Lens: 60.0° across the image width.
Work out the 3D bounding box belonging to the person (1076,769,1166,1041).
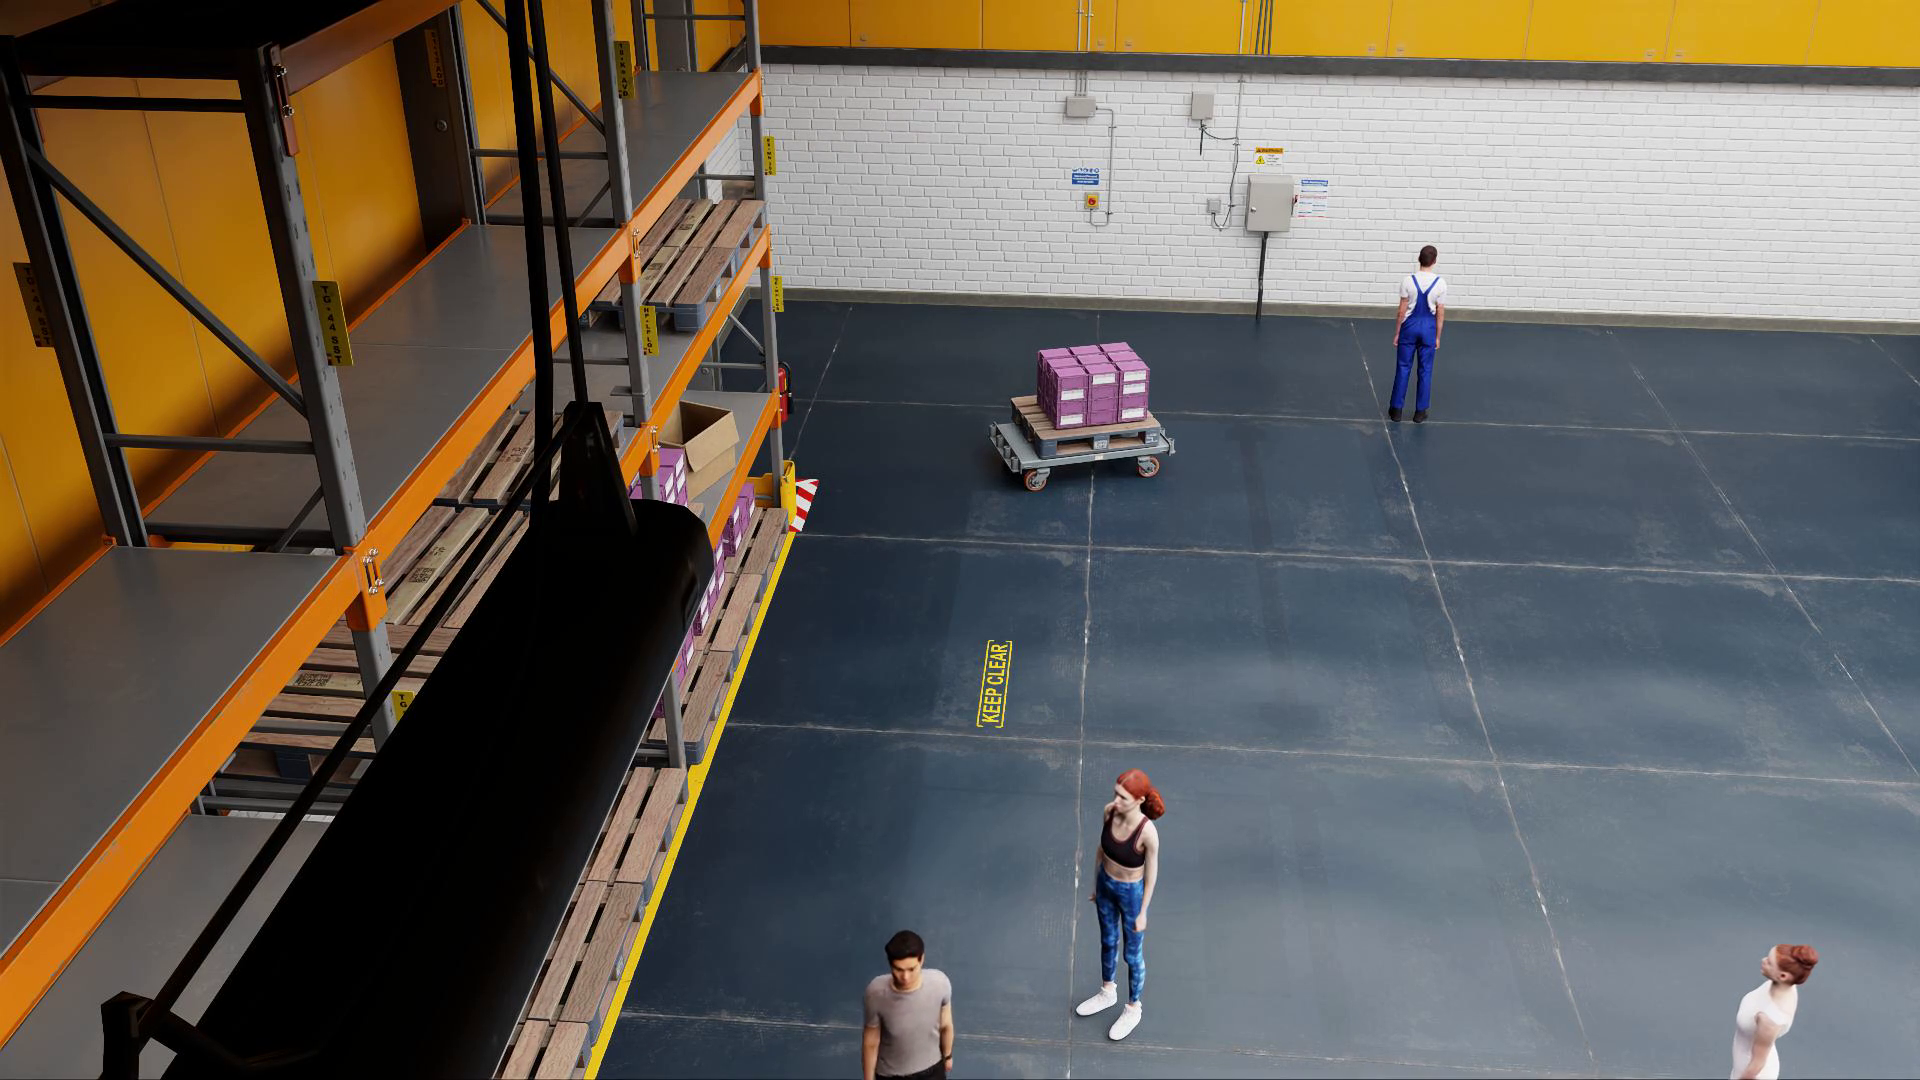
[{"bbox_3d":[0.922,2.041,9.425,0.750,1.785,0.692,-24,36,-36],"label":"person"}]

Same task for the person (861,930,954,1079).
[{"bbox_3d":[-0.260,2.605,8.492,0.715,1.689,1.037,-2,29,-3],"label":"person"}]

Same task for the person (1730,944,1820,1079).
[{"bbox_3d":[3.938,2.674,8.257,0.690,1.792,0.558,17,33,28],"label":"person"}]

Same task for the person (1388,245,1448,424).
[{"bbox_3d":[4.661,-2.108,16.964,0.661,1.849,0.616,7,29,12],"label":"person"}]
